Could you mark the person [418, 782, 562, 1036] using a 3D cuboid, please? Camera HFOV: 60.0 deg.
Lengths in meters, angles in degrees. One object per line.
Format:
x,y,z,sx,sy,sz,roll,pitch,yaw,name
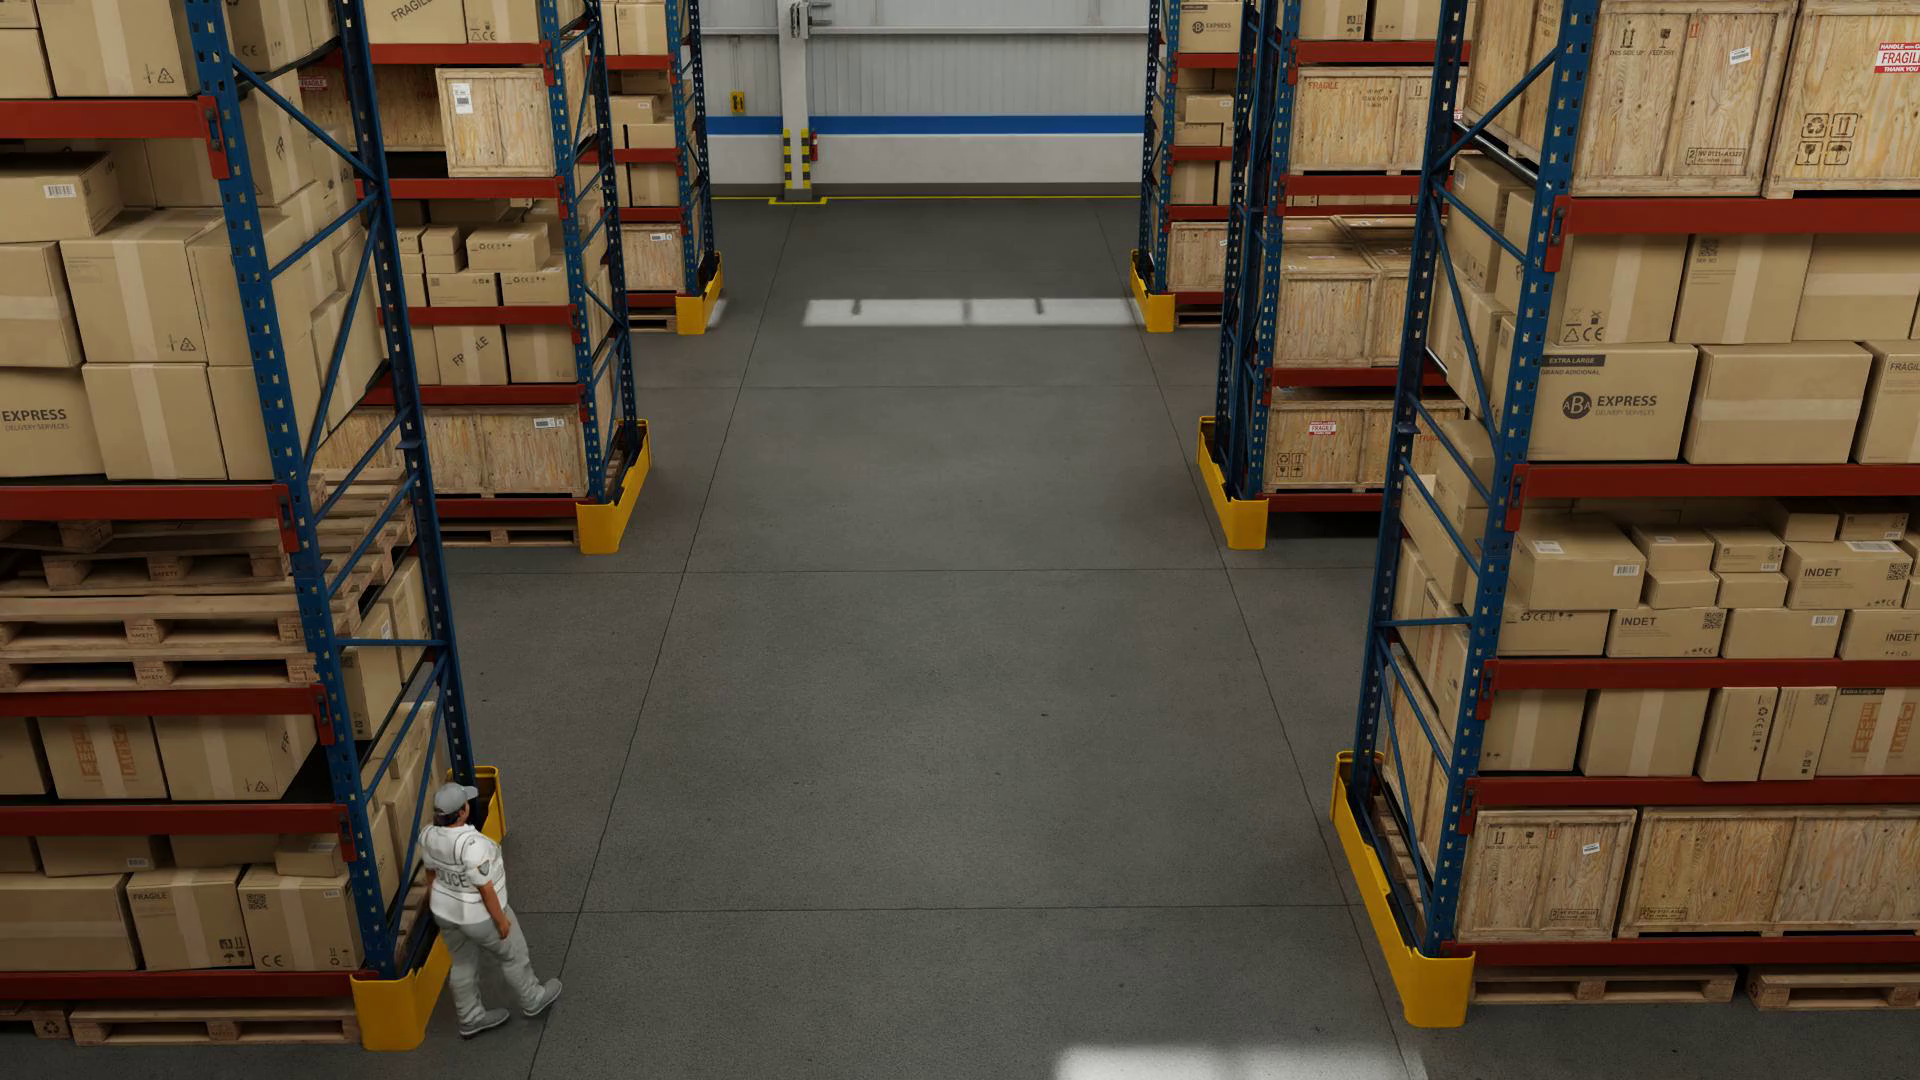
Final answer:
-2.723,2.062,9.581,0.504,1.666,0.620,13,28,26,person
